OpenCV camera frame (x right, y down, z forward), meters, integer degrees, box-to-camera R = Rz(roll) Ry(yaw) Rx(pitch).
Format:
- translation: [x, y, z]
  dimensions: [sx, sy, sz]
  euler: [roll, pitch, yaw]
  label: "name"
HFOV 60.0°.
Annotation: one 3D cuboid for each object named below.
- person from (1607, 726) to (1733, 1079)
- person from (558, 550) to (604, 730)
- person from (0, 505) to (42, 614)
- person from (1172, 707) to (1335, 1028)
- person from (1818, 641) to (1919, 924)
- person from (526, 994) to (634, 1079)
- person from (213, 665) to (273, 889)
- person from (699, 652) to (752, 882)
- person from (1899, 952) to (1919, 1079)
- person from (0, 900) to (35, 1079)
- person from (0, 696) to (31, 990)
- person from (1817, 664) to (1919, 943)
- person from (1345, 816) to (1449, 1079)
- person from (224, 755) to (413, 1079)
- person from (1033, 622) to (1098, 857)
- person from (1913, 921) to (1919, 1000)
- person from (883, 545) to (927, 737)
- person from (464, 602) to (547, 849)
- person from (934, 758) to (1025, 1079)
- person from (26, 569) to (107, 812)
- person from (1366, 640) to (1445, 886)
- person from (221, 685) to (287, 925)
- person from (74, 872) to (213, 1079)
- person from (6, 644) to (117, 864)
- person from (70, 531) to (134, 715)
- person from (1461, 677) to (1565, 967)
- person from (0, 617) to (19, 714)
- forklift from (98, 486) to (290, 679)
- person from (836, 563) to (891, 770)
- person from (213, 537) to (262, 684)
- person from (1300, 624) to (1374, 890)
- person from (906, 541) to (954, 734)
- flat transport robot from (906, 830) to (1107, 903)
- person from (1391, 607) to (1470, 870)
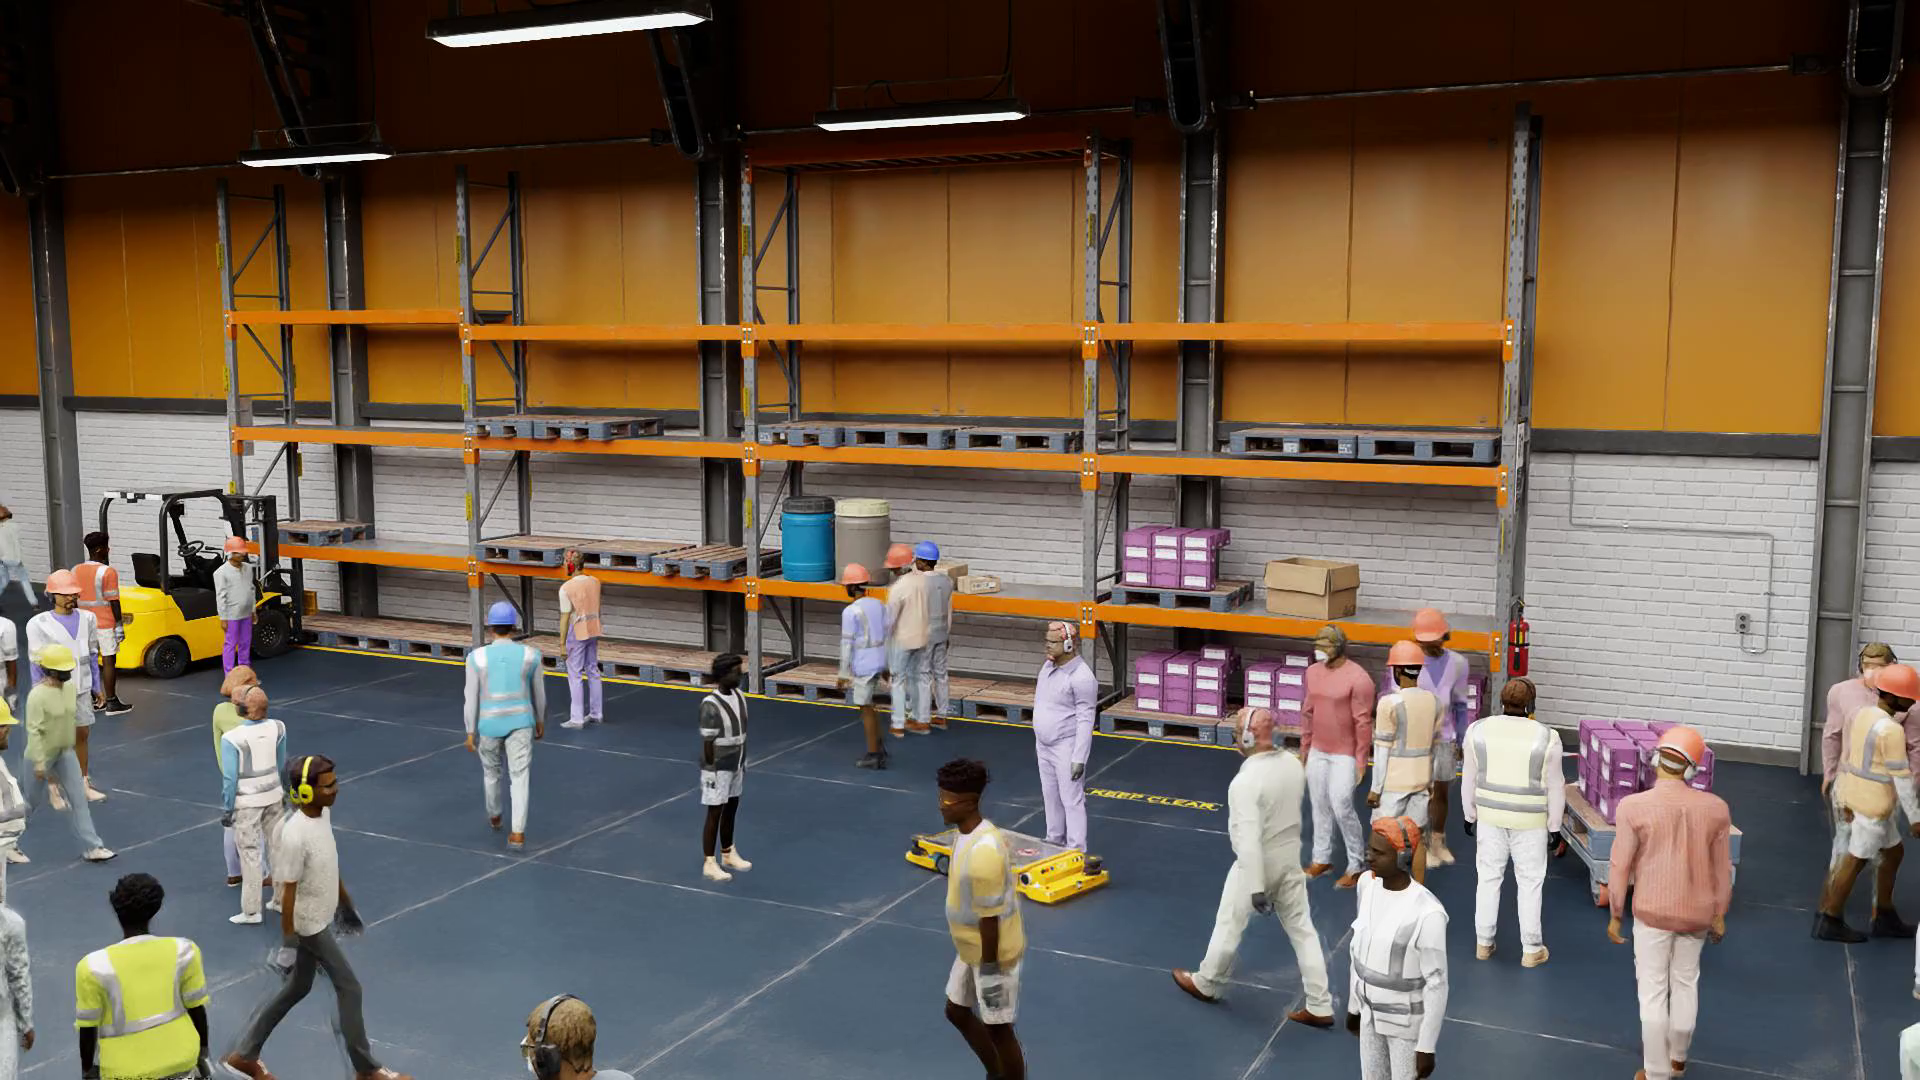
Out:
- translation: [3.727, 1.950, 8.809]
  dimensions: [0.653, 1.957, 0.561]
  euler: [0, 7, -4]
  label: "person"
- translation: [-3.868, 1.017, 17.002]
  dimensions: [0.382, 1.836, 0.567]
  euler: [4, 8, 30]
  label: "person"
- translation: [-13.754, 0.279, 24.098]
  dimensions: [0.549, 1.596, 0.566]
  euler: [1, 7, 11]
  label: "person"
- translation: [1.761, 1.891, 9.742]
  dimensions: [0.631, 1.845, 1.042]
  euler: [-6, 9, -42]
  label: "person"
- translation: [6.222, 1.648, 11.371]
  dimensions: [0.632, 1.938, 0.359]
  euler: [6, 9, 41]
  label: "person"
- translation: [-1.217, 2.390, 5.295]
  dimensions: [0.382, 1.928, 0.635]
  euler: [2, 7, 17]
  label: "person"
- translation: [-5.171, 1.715, 12.050]
  dimensions: [0.499, 1.634, 0.288]
  euler: [3, 7, 23]
  label: "person"
- translation: [-1.741, 1.657, 12.296]
  dimensions: [0.322, 1.691, 0.544]
  euler: [3, 8, 24]
  label: "person"
- translation: [3.741, 2.340, 5.926]
  dimensions: [0.766, 1.873, 0.393]
  euler: [1, 7, 12]
  label: "person"
- translation: [-4.543, 2.209, 7.644]
  dimensions: [0.512, 1.716, 0.635]
  euler: [-3, 8, -24]
  label: "person"
- translation: [-5.941, 1.850, 10.187]
  dimensions: [0.403, 1.821, 0.601]
  euler: [-4, 8, -30]
  label: "person"
- translation: [6.056, 1.731, 10.843]
  dimensions: [0.823, 1.887, 0.558]
  euler: [1, 7, 12]
  label: "person"
- translation: [1.931, 2.150, 7.440]
  dimensions: [0.362, 1.883, 0.575]
  euler: [-3, 7, -22]
  label: "person"
- translation: [-3.453, 2.018, 8.792]
  dimensions: [0.968, 1.829, 0.519]
  euler: [-1, 7, -9]
  label: "person"
- translation: [0.737, 1.548, 12.319]
  dimensions: [0.409, 1.909, 0.643]
  euler: [-4, 8, -29]
  label: "person"
- translation: [5.969, 1.851, 9.905]
  dimensions: [0.585, 1.882, 0.337]
  euler: [-2, 7, -17]
  label: "person"
- translation: [-0.540, 1.004, 16.703]
  dimensions: [0.502, 1.947, 0.716]
  euler: [6, 9, 40]
  label: "person"
- translation: [-3.596, 1.443, 13.177]
  dimensions: [0.644, 1.899, 0.981]
  euler: [-3, 7, -20]
  label: "person"
- translation: [0.112, 2.026, 8.298]
  dimensions: [0.514, 1.933, 0.631]
  euler: [-1, 7, -12]
  label: "person"
- translation: [-7.558, 1.262, 14.117]
  dimensions: [0.370, 2.044, 0.608]
  euler: [4, 8, 27]
  label: "person"
- translation: [3.046, 1.647, 11.439]
  dimensions: [0.565, 1.921, 0.386]
  euler: [-4, 8, -27]
  label: "person"
- translation: [-4.804, 1.795, 11.352]
  dimensions: [0.307, 1.644, 0.520]
  euler: [3, 8, 26]
  label: "person"
- translation: [-3.470, 2.294, 7.179]
  dimensions: [0.642, 1.657, 0.548]
  euler: [6, 9, 43]
  label: "person"
- translation: [-6.876, 1.618, 12.555]
  dimensions: [0.926, 1.715, 0.564]
  euler: [2, 7, 12]
  label: "person"
- translation: [-9.108, 0.877, 17.617]
  dimensions: [0.612, 1.965, 0.362]
  euler: [2, 7, 18]
  label: "person"
- translation: [3.531, 1.785, 10.624]
  dimensions: [0.633, 1.841, 0.429]
  euler: [4, 8, 30]
  label: "person"
- translation: [-8.407, 1.291, 14.261]
  dimensions: [0.615, 1.956, 0.544]
  euler: [-2, 7, -13]
  label: "person"
- translation: [-9.426, 0.454, 20.179]
  dimensions: [1.214, 2.155, 2.313]
  euler: [3, 8, 26]
  label: "forklift"
- translation: [-0.894, 1.173, 15.388]
  dimensions: [0.488, 1.914, 0.561]
  euler: [4, 8, 29]
  label: "person"
- translation: [-8.228, 0.825, 18.964]
  dimensions: [0.343, 1.746, 0.568]
  euler: [2, 7, 17]
  label: "person"
- translation: [2.733, 1.563, 12.141]
  dimensions: [0.385, 1.928, 0.655]
  euler: [-5, 8, -33]
  label: "person"
- translation: [-0.312, 0.980, 16.821]
  dimensions: [0.375, 1.949, 0.614]
  euler: [6, 9, 41]
  label: "person"
- translation: [0.330, 2.359, 12.315]
  dimensions: [1.431, 0.197, 0.652]
  euler: [6, 9, 43]
  label: "flat transport robot"
- translation: [3.533, 1.480, 12.490]
  dimensions: [0.635, 2.001, 0.528]
  euler: [-1, 7, -8]
  label: "person"
